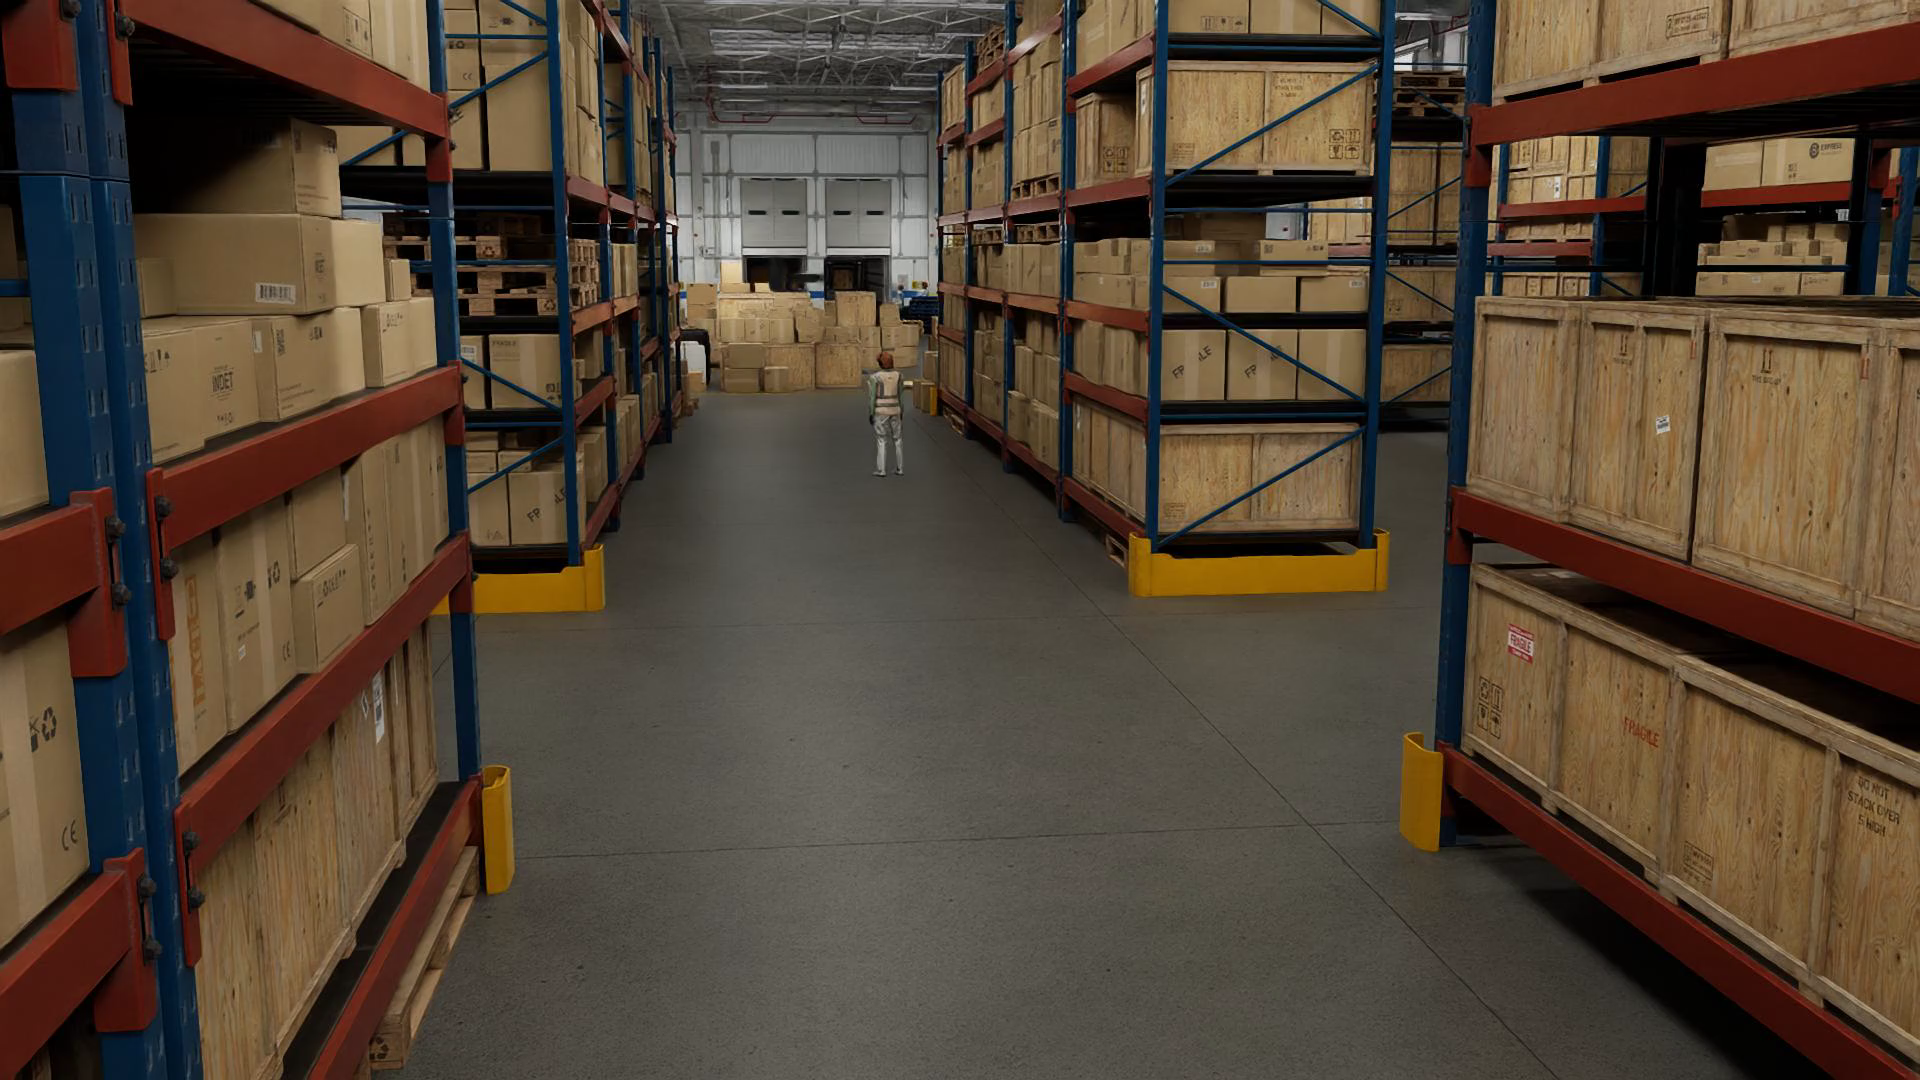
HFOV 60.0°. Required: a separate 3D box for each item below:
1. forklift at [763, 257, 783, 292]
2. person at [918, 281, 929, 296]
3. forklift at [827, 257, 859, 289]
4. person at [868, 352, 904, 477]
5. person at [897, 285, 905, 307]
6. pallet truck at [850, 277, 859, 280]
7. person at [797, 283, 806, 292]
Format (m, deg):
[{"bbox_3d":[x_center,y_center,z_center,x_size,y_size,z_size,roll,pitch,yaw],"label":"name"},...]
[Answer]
[{"bbox_3d":[-4.314,-5.205,38.867,1.873,2.768,1.129,-1,10,-7],"label":"forklift"},{"bbox_3d":[-1.426,-9.000,63.911,0.552,1.866,0.594,-9,13,-41],"label":"person"},{"bbox_3d":[-3.293,-6.577,46.858,1.129,2.768,1.873,-1,10,-7],"label":"forklift"},{"bbox_3d":[-0.960,-1.641,21.767,0.514,1.632,0.314,-6,11,-31],"label":"person"},{"bbox_3d":[-2.473,-9.996,70.409,0.386,1.622,0.538,-2,10,-14],"label":"person"},{"bbox_3d":[-3.782,-9.391,65.808,1.885,1.965,0.823,2,10,10],"label":"pallet truck"},{"bbox_3d":[-5.742,-8.431,60.391,0.372,1.940,0.631,-3,10,-19],"label":"person"}]
